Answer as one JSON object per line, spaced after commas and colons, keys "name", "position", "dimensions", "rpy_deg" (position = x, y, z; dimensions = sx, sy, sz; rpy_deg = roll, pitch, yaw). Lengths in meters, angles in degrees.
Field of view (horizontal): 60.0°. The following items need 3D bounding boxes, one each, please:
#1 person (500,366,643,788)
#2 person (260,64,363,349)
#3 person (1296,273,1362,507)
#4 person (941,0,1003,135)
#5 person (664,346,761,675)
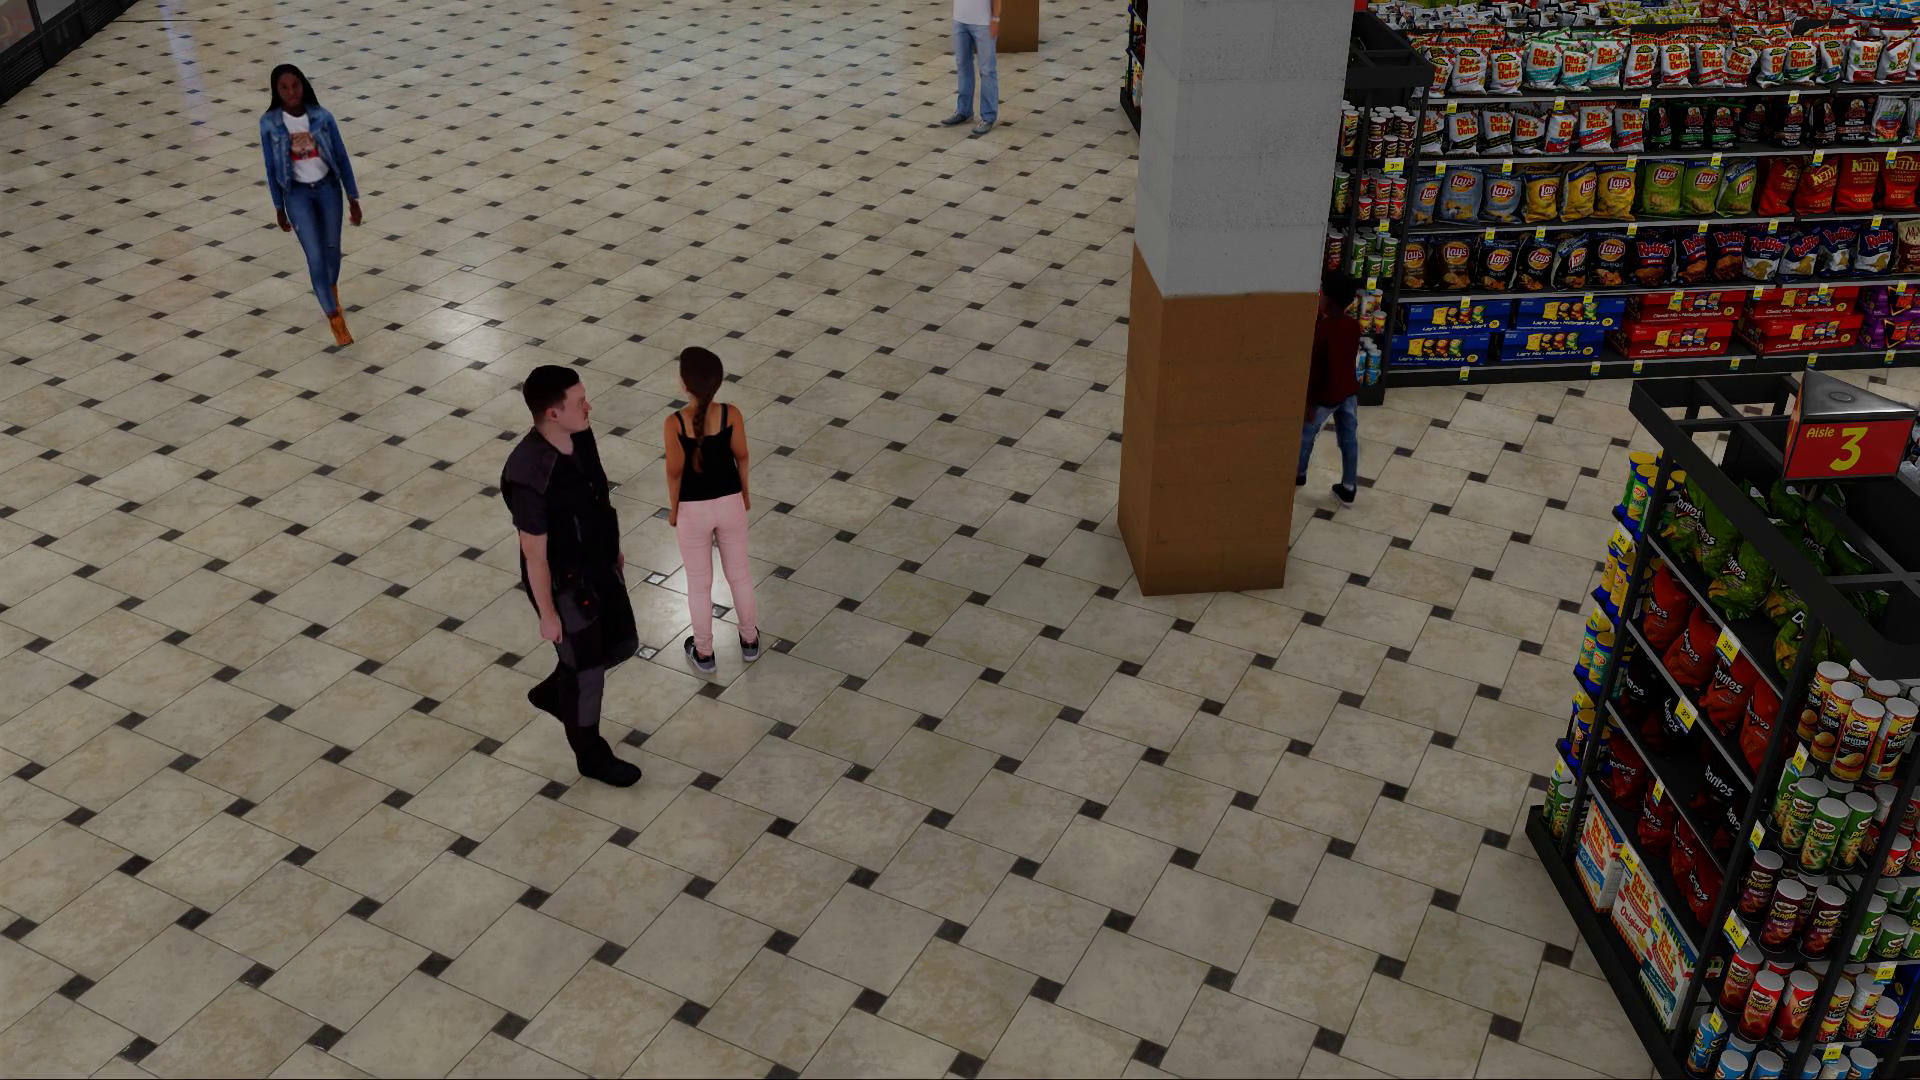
{"name": "person", "position": [-1.590, 0.145, 6.506], "dimensions": [0.924, 1.835, 0.878], "rpy_deg": [7, 33, 12]}
{"name": "person", "position": [-3.978, -2.079, 10.242], "dimensions": [1.197, 1.663, 1.017], "rpy_deg": [-16, 35, -24]}
{"name": "person", "position": [1.925, -0.729, 8.476], "dimensions": [0.754, 1.237, 0.763], "rpy_deg": [-16, 35, -24]}
{"name": "person", "position": [0.133, -4.293, 13.614], "dimensions": [0.759, 1.861, 0.800], "rpy_deg": [27, 41, 36]}
{"name": "person", "position": [-1.078, -0.129, 7.204], "dimensions": [0.525, 1.563, 0.639], "rpy_deg": [-11, 34, -18]}
